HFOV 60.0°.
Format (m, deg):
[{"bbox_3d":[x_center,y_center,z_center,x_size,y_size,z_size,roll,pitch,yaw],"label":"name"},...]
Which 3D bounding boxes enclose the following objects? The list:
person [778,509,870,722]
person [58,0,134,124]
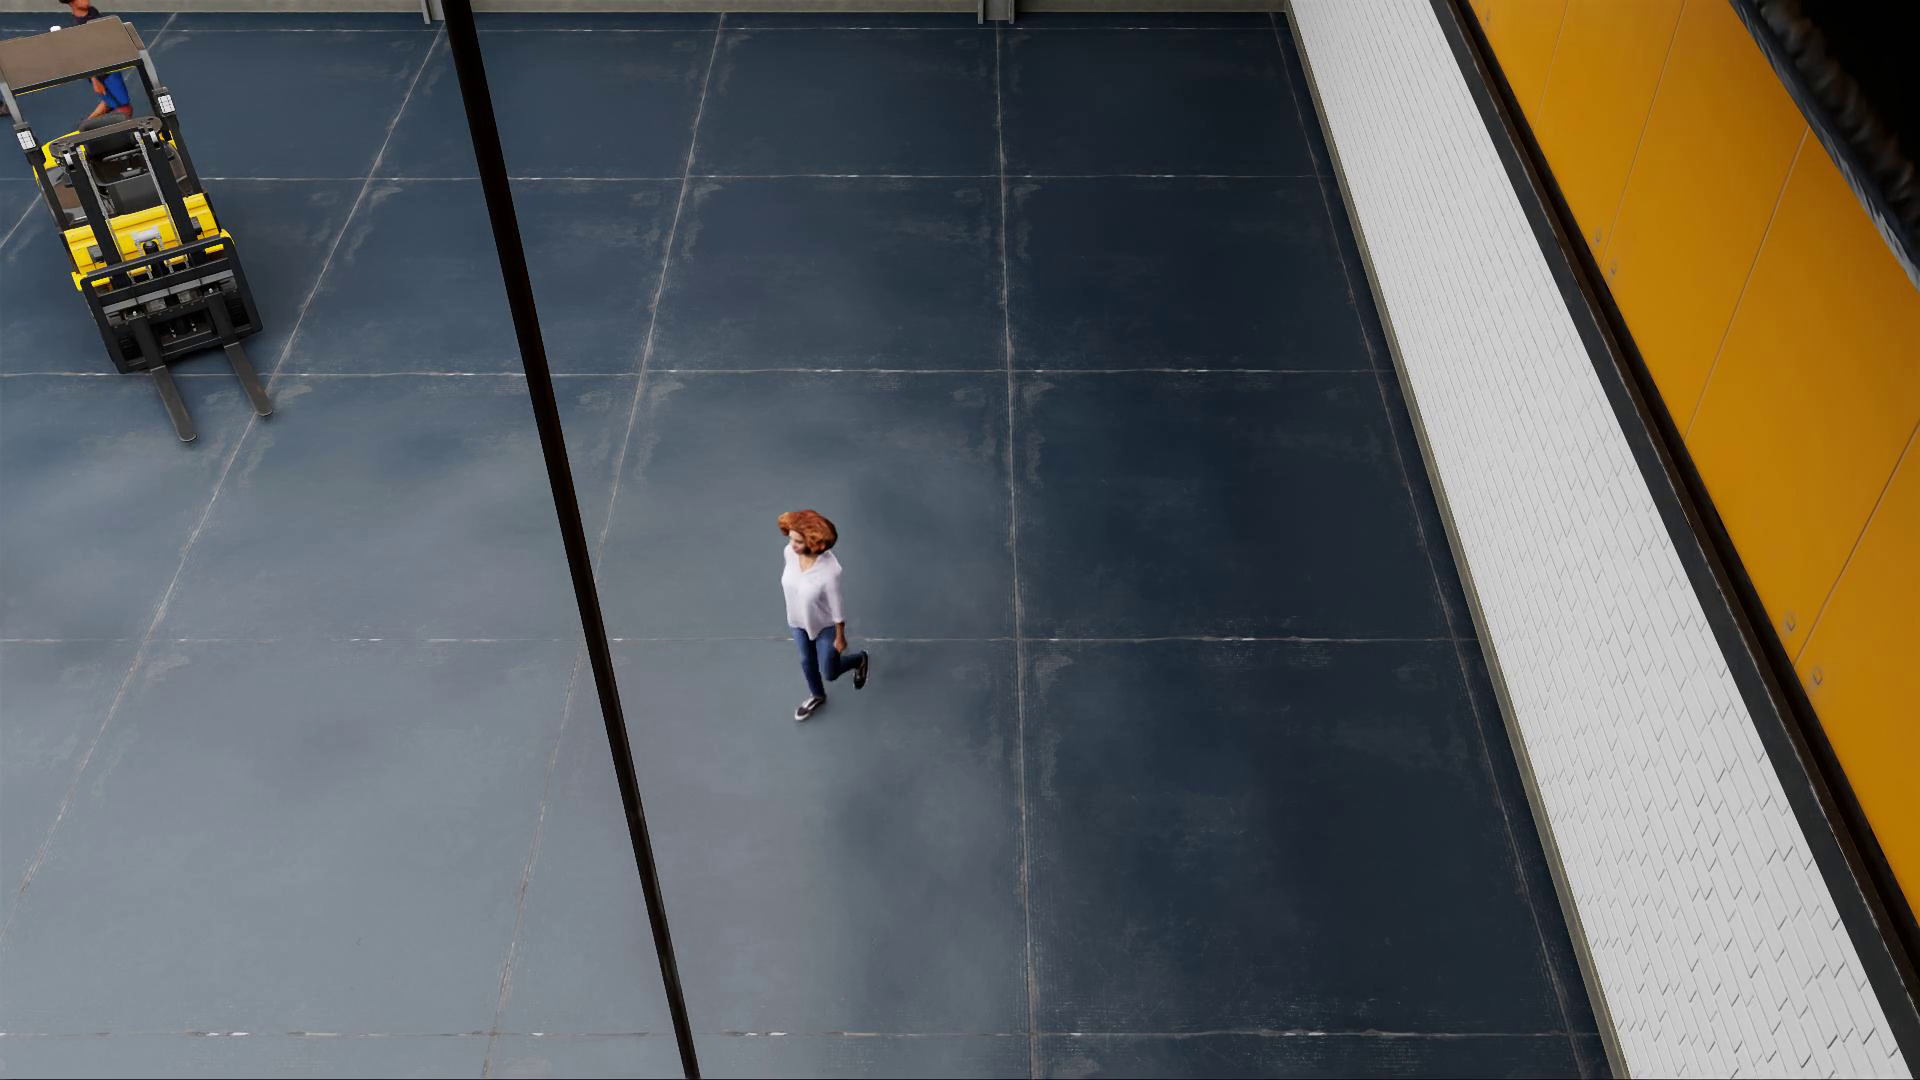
[{"bbox_3d":[-0.835,0.438,10.464,0.890,1.695,0.934,27,50,25],"label":"person"},{"bbox_3d":[-8.054,-4.372,15.453,0.964,1.776,0.604,0,44,0],"label":"person"}]
